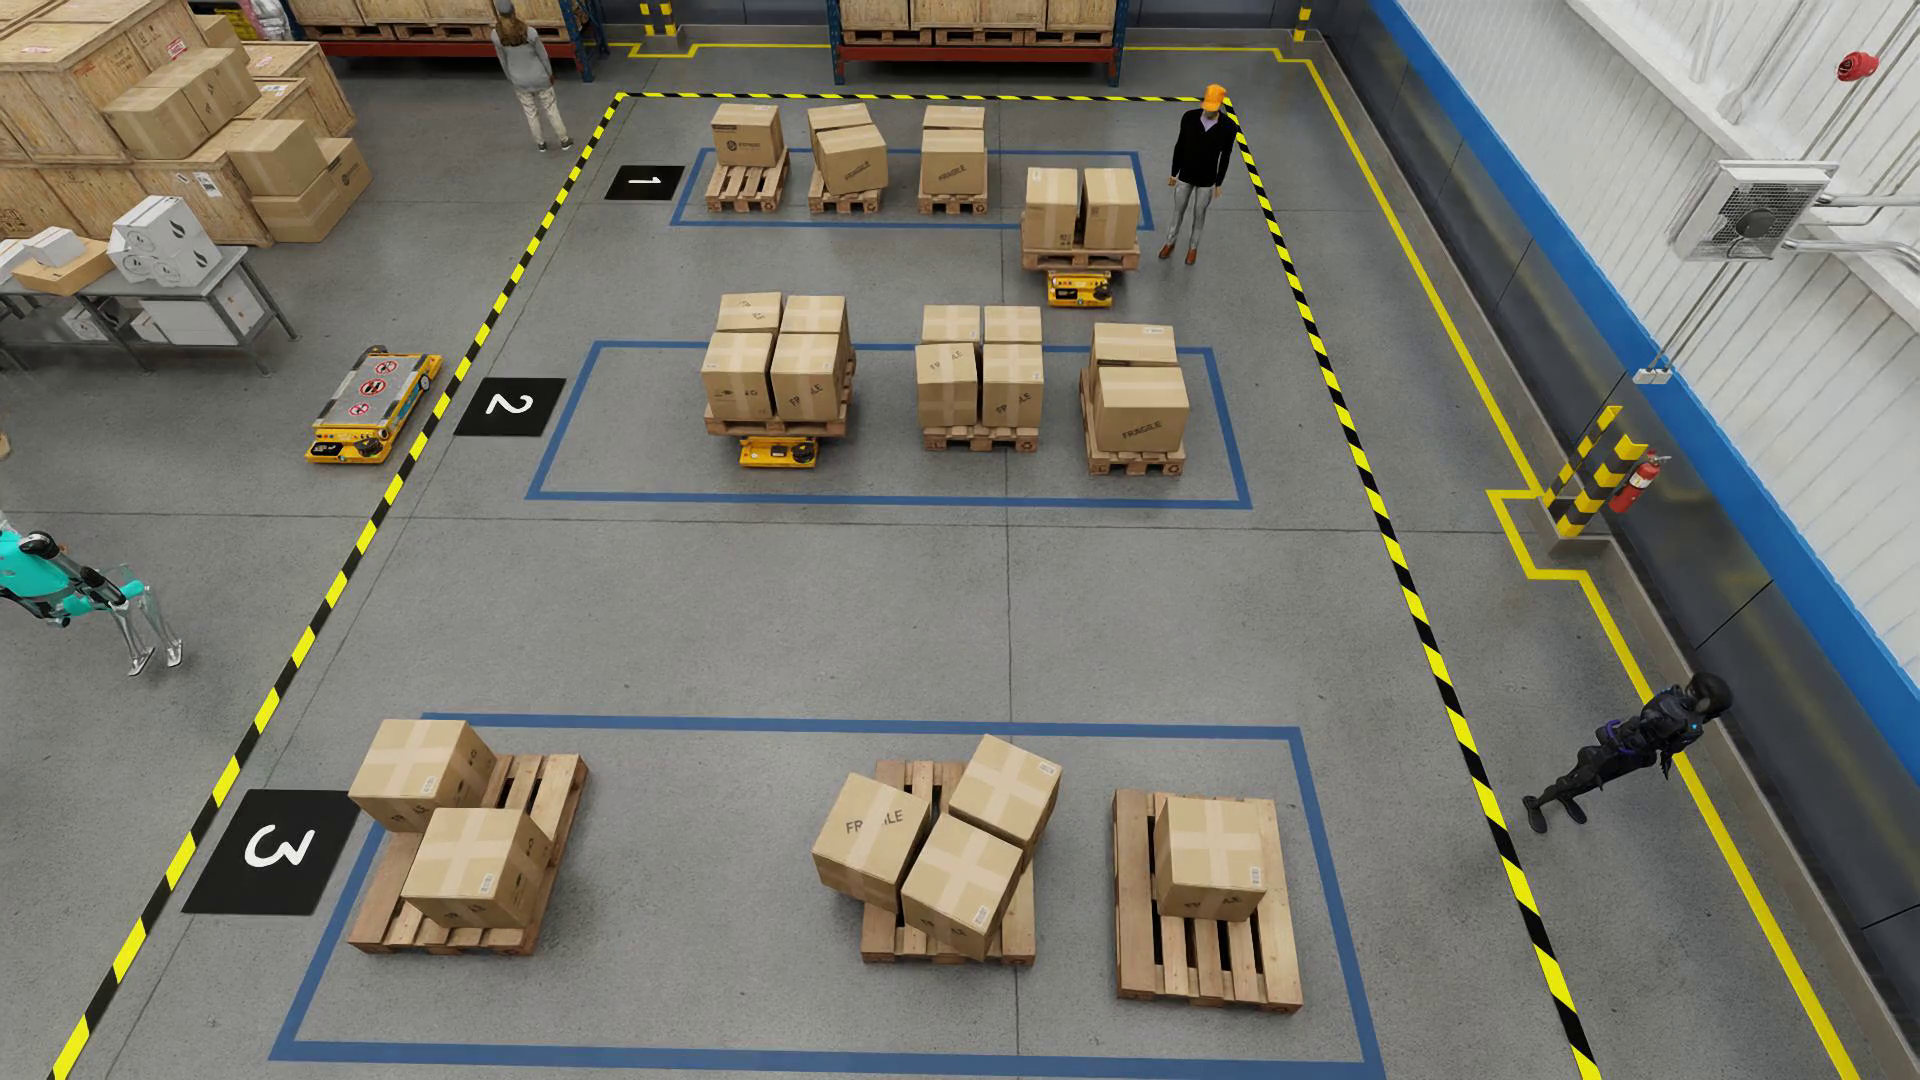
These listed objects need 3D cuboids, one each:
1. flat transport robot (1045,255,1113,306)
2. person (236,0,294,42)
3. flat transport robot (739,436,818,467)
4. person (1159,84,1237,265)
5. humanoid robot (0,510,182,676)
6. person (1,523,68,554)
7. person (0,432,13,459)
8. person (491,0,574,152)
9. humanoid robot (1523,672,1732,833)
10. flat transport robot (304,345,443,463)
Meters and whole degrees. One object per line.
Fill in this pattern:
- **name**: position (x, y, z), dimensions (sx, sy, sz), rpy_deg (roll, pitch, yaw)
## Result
- **flat transport robot**: position (1.260, -3.036, 9.918), dimensions (0.652, 0.197, 1.431), rpy_deg (1, 50, 1)
- **person**: position (-9.022, -6.751, 12.056), dimensions (0.403, 1.827, 0.599), rpy_deg (5, 50, 4)
- **flat transport robot**: position (-1.582, -1.235, 8.394), dimensions (0.652, 0.197, 1.431), rpy_deg (1, 50, 1)
- **person**: position (2.458, -3.769, 9.501), dimensions (0.585, 1.882, 0.372), rpy_deg (19, 52, 16)
- **humanoid robot**: position (-5.834, 0.258, 6.099), dimensions (0.533, 1.676, 0.735), rpy_deg (-11, 51, -9)
- **person**: position (-7.323, -0.371, 6.624), dimensions (0.353, 1.881, 0.575), rpy_deg (-18, 52, -15)
- **person**: position (-8.651, -1.445, 7.447), dimensions (0.656, 2.013, 0.595), rpy_deg (-31, 56, -24)
- **person**: position (-5.222, -5.619, 11.138), dimensions (0.565, 1.769, 0.396), rpy_deg (-7, 50, -6)
- **humanoid robot**: position (3.920, 1.257, 5.372), dimensions (0.599, 1.655, 0.315), rpy_deg (-7, 50, -6)
- **flat transport robot**: position (-5.383, -1.269, 8.441), dimensions (0.659, 0.231, 1.431), rpy_deg (1, 50, 1)
